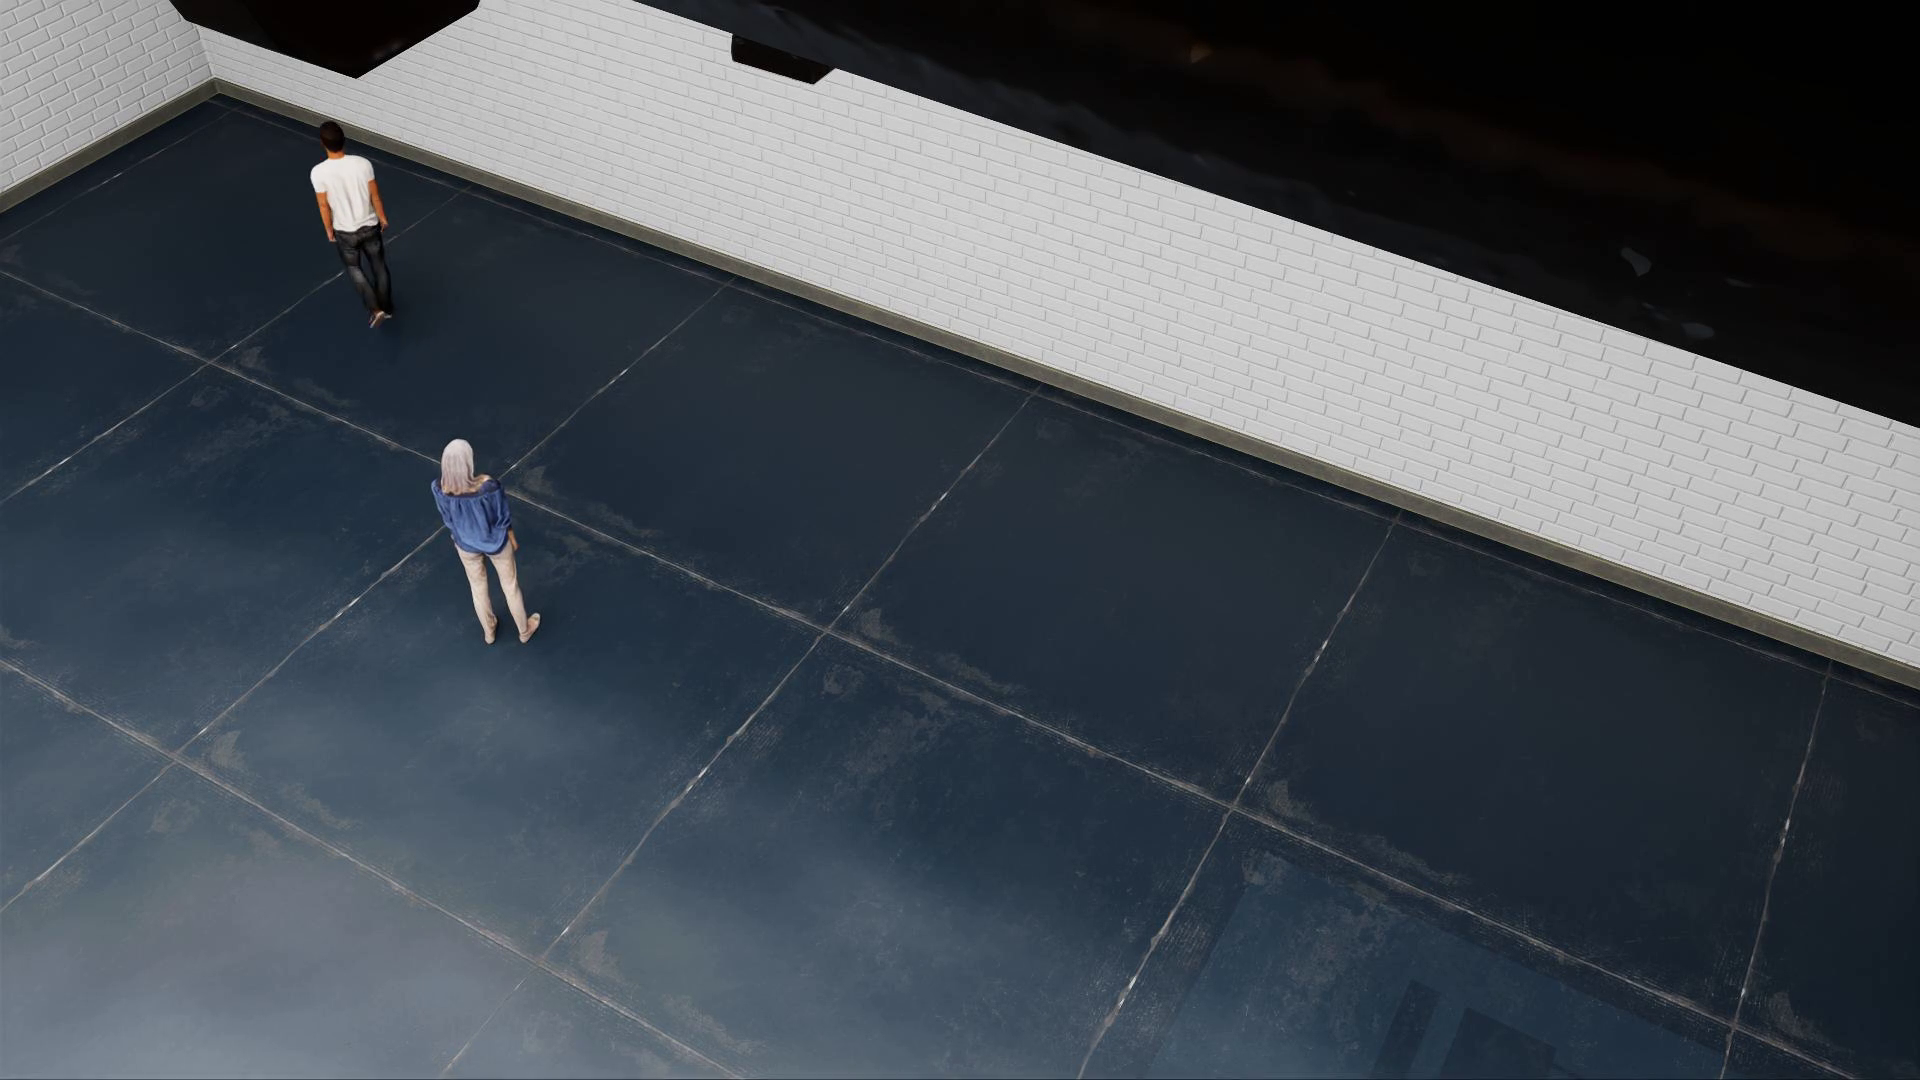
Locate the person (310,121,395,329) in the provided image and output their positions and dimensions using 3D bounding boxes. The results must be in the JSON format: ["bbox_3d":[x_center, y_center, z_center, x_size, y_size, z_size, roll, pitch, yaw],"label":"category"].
[{"bbox_3d":[-4.810,-2.479,13.333,0.907,1.792,0.916,-23,48,-22],"label":"person"}]

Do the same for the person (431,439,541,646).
[{"bbox_3d":[-3.085,0.023,10.775,0.706,1.697,0.725,0,44,0],"label":"person"}]
